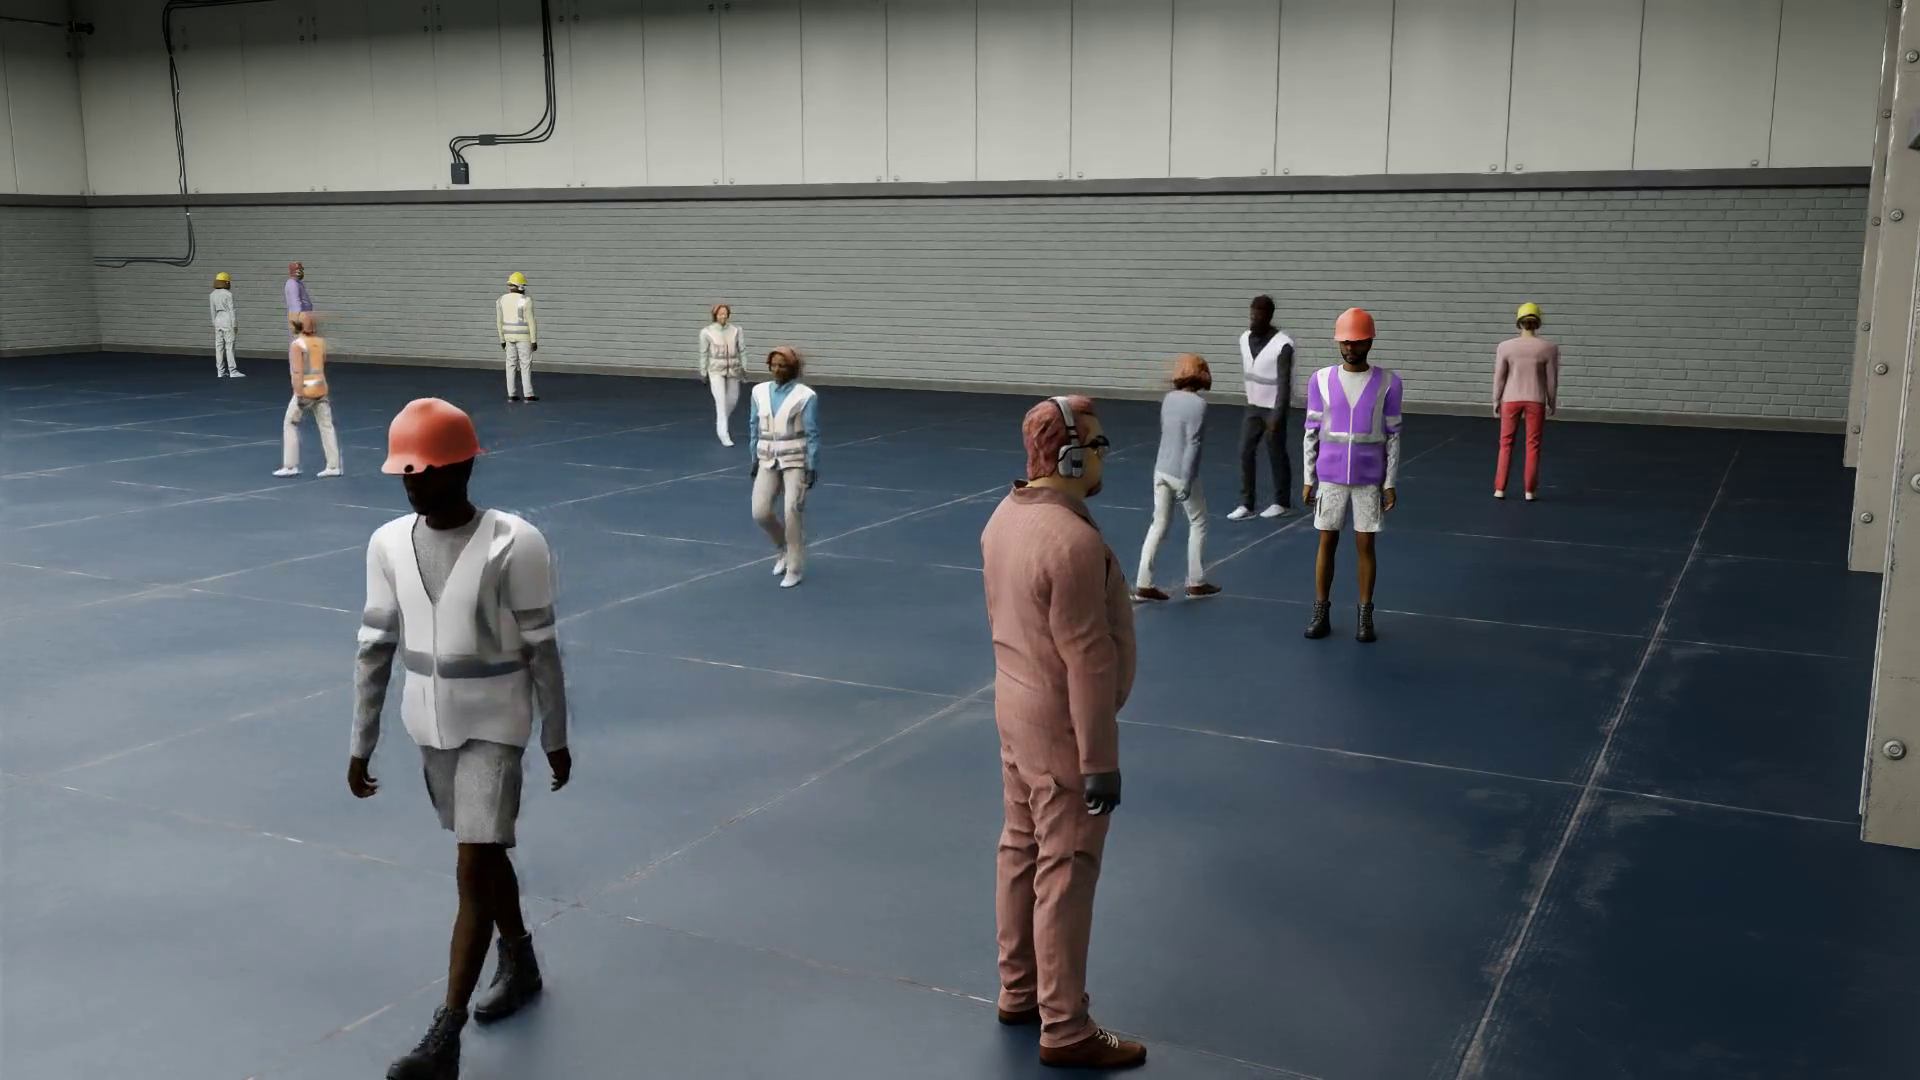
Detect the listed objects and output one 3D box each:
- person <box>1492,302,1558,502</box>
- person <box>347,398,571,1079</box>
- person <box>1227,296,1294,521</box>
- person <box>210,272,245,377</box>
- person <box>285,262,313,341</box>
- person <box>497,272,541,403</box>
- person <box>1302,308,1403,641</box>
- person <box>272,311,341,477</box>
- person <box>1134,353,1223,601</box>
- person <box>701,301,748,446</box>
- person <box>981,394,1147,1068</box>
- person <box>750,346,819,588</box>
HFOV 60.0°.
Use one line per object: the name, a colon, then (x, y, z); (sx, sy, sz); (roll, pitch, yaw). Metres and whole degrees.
person: (4.998, -1.216, 14.747); (0.540, 1.765, 0.327); (4, 11, 21)
person: (-1.472, 0.557, 4.690); (0.575, 1.892, 0.944); (3, 11, 17)
person: (2.503, -1.067, 13.655); (0.821, 1.853, 0.607); (-8, 13, -36)
person: (-12.206, -3.573, 27.660); (0.484, 1.736, 0.305); (4, 11, 20)
person: (-10.920, -3.636, 27.533); (0.409, 1.908, 0.652); (-5, 11, -24)
person: (-6.205, -2.843, 23.415); (0.601, 1.830, 0.404); (4, 11, 19)
person: (2.265, -0.372, 9.655); (0.552, 1.937, 0.356); (3, 11, 18)
person: (-6.388, -1.404, 16.155); (0.719, 1.614, 0.517); (2, 11, 12)
person: (1.423, -0.398, 10.699); (0.715, 1.598, 0.517); (-6, 12, -28)
person: (-2.690, -1.894, 18.824); (0.516, 1.618, 0.721); (-6, 12, -29)
person: (0.301, 0.541, 4.754); (0.410, 1.912, 0.643); (-4, 11, -20)
person: (-1.181, -0.490, 11.145); (0.533, 1.622, 0.368); (5, 11, 23)
